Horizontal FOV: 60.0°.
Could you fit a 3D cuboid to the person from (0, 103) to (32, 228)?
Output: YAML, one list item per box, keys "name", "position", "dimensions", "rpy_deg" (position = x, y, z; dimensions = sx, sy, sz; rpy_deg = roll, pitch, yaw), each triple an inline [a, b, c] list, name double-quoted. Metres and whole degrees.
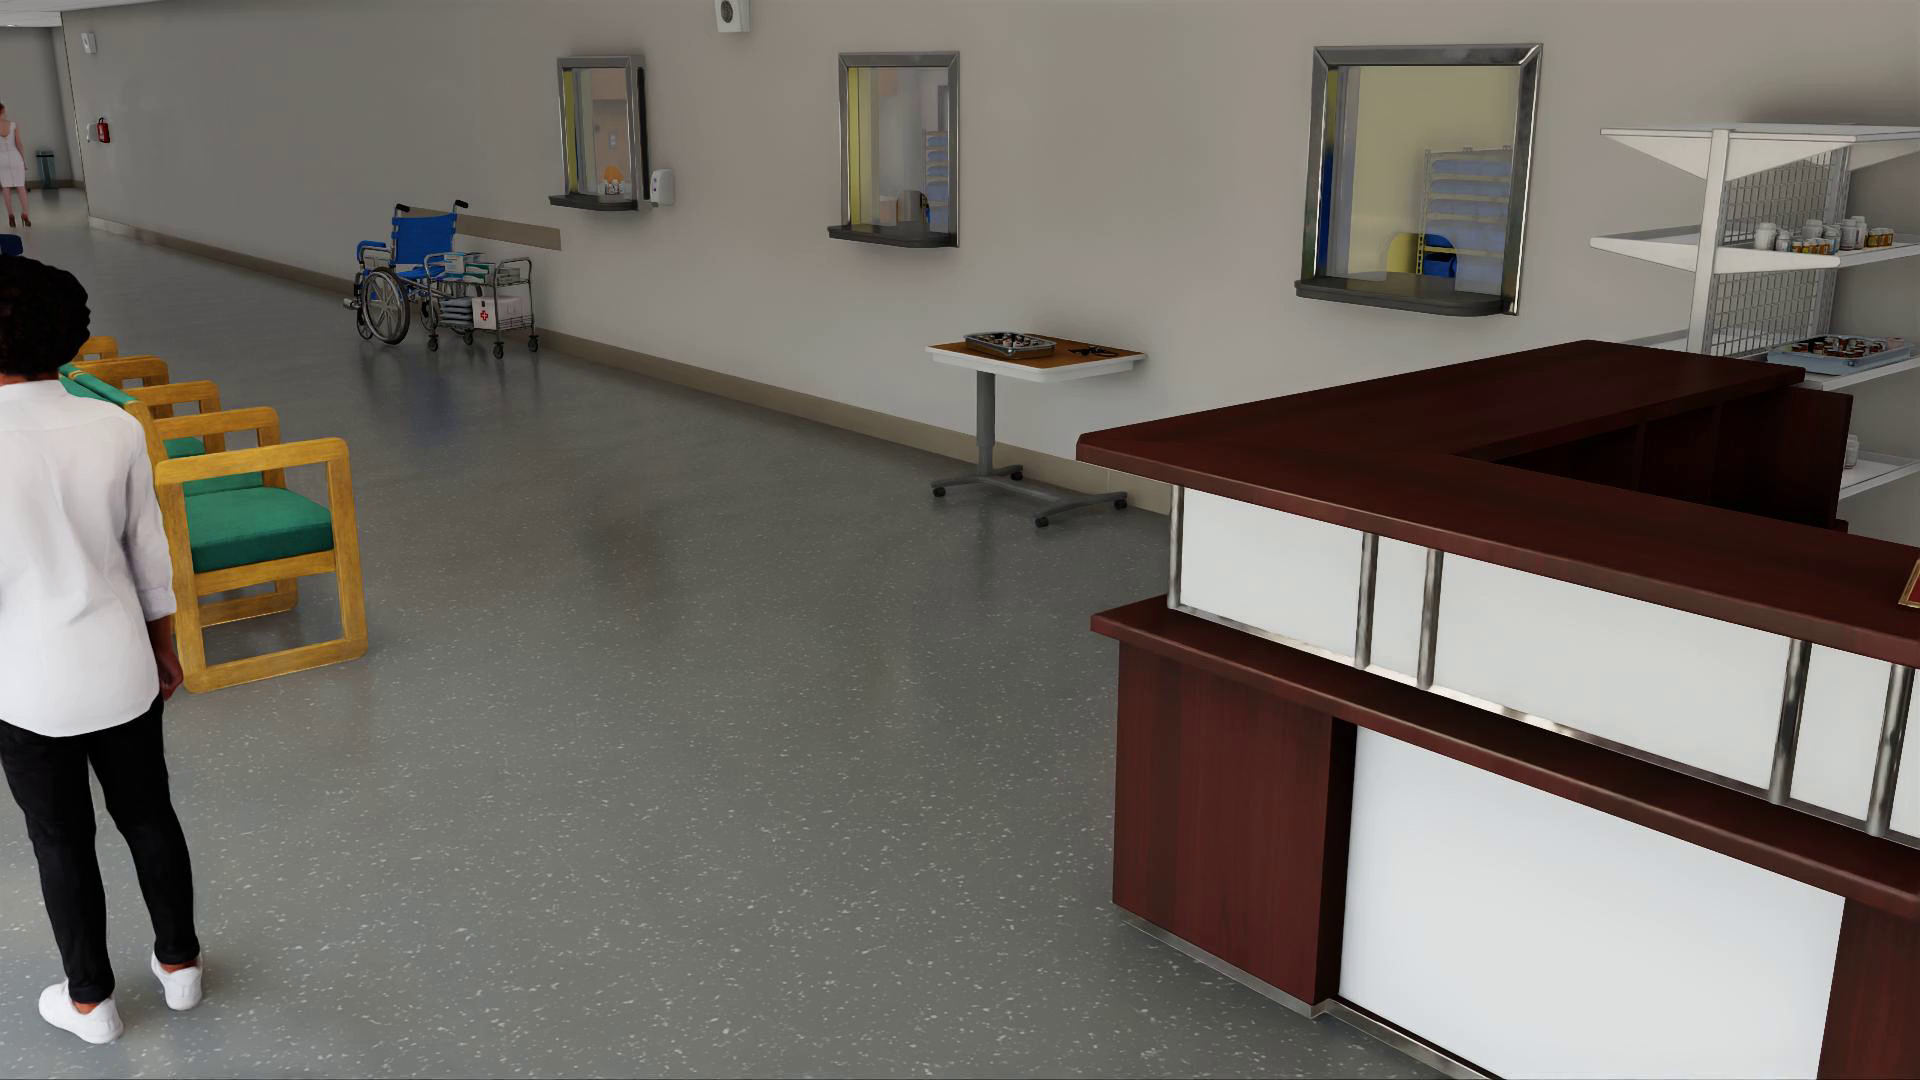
- name: "person"
  position: [-13.686, -5.415, 23.930]
  dimensions: [0.542, 1.792, 0.684]
  rpy_deg: [-5, 17, -17]

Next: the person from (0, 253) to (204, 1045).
- name: "person"
  position: [-2.011, 0.262, 3.763]
  dimensions: [0.714, 1.808, 0.511]
  rpy_deg: [14, 21, 41]
